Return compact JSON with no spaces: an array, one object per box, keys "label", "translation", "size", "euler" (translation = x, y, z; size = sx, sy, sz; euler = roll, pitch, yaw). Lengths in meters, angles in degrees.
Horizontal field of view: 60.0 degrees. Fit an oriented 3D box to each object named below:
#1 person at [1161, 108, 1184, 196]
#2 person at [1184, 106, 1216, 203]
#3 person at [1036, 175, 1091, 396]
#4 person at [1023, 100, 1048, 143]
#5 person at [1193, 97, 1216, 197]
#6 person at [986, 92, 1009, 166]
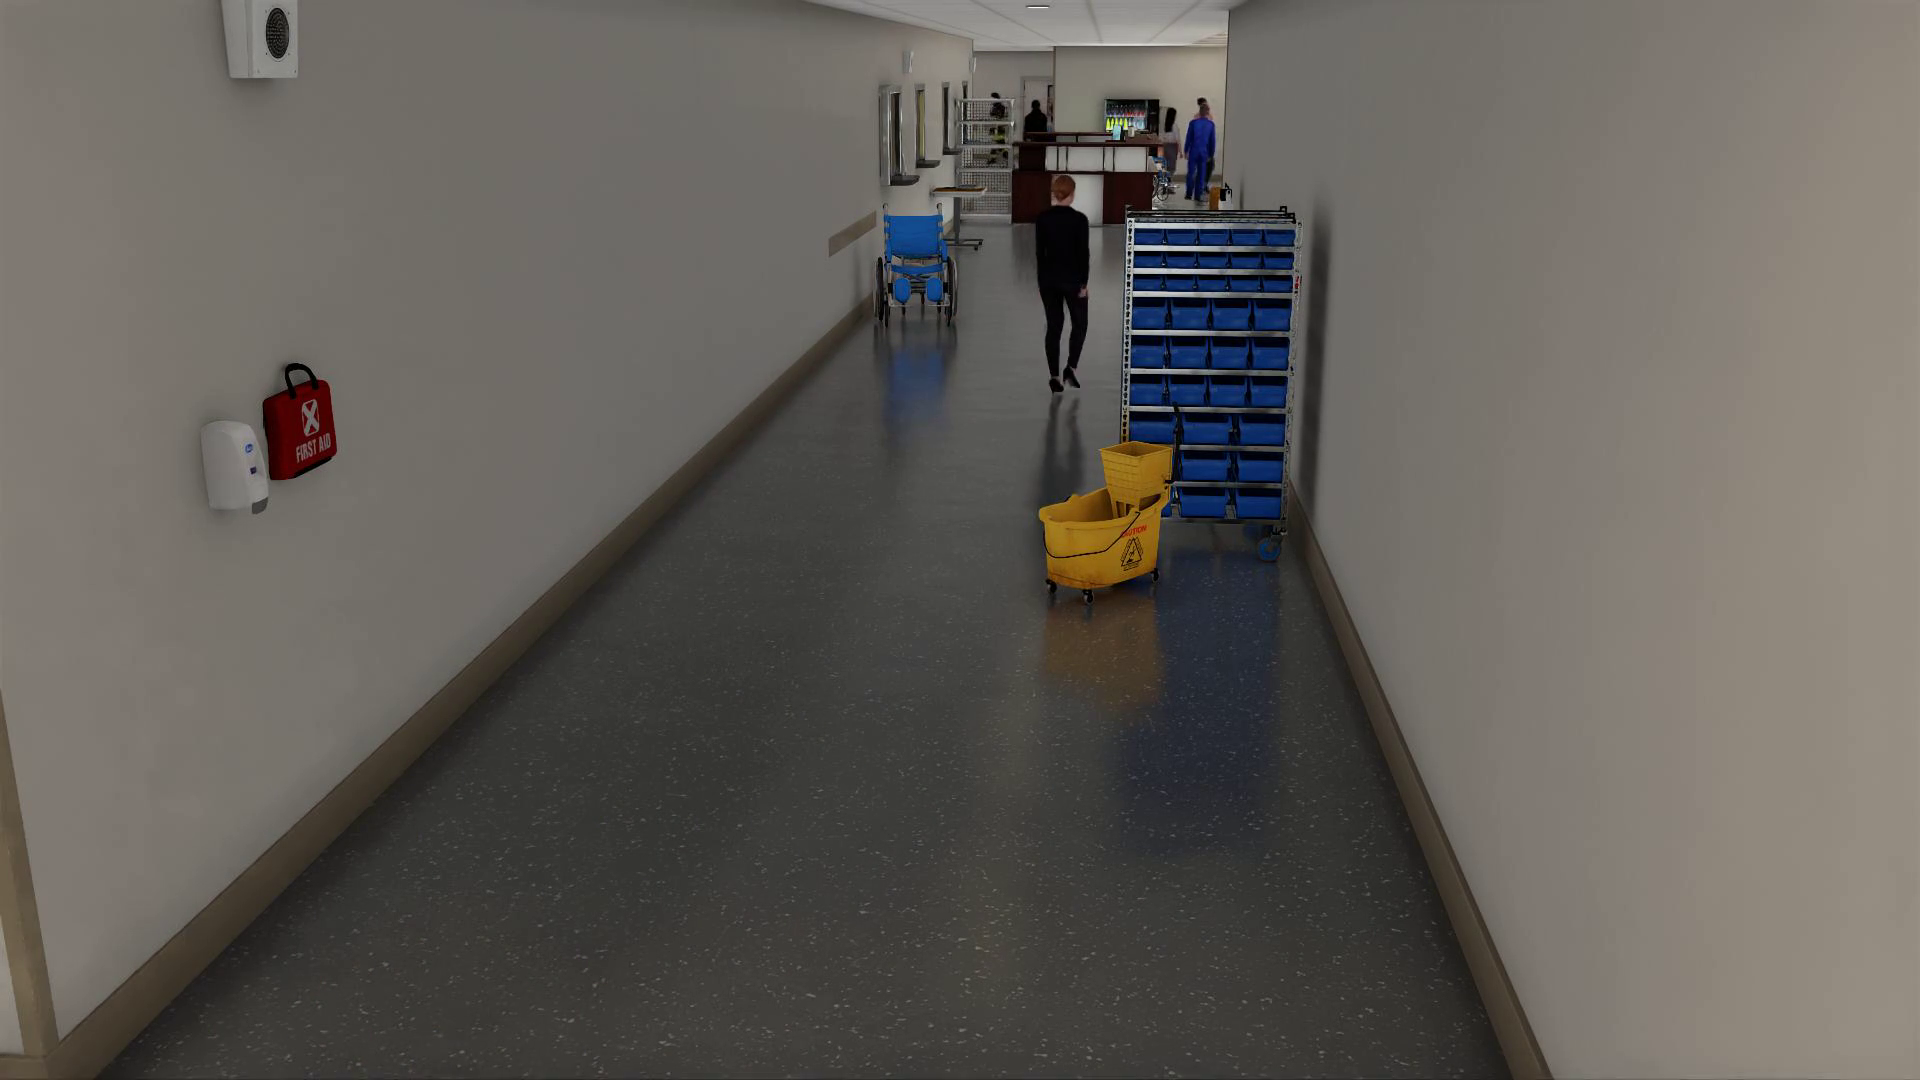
[{"label":"person","translation":[4.186,-7.834,33.592],"size":[0.722,1.725,0.711],"euler":[-7,17,-23]},{"label":"person","translation":[4.603,-7.417,31.987],"size":[0.780,1.793,0.845],"euler":[1,16,4]},{"label":"person","translation":[0.754,-1.935,12.756],"size":[0.605,1.677,0.743],"euler":[6,17,21]},{"label":"person","translation":[1.747,-9.171,38.237],"size":[1.155,1.777,0.922],"euler":[-2,16,-6]},{"label":"person","translation":[4.835,-7.814,33.150],"size":[0.864,1.926,0.960],"euler":[-14,21,-40]},{"label":"person","translation":[1.010,-10.651,43.252],"size":[1.191,1.905,1.255],"euler":[-14,21,-40]}]
